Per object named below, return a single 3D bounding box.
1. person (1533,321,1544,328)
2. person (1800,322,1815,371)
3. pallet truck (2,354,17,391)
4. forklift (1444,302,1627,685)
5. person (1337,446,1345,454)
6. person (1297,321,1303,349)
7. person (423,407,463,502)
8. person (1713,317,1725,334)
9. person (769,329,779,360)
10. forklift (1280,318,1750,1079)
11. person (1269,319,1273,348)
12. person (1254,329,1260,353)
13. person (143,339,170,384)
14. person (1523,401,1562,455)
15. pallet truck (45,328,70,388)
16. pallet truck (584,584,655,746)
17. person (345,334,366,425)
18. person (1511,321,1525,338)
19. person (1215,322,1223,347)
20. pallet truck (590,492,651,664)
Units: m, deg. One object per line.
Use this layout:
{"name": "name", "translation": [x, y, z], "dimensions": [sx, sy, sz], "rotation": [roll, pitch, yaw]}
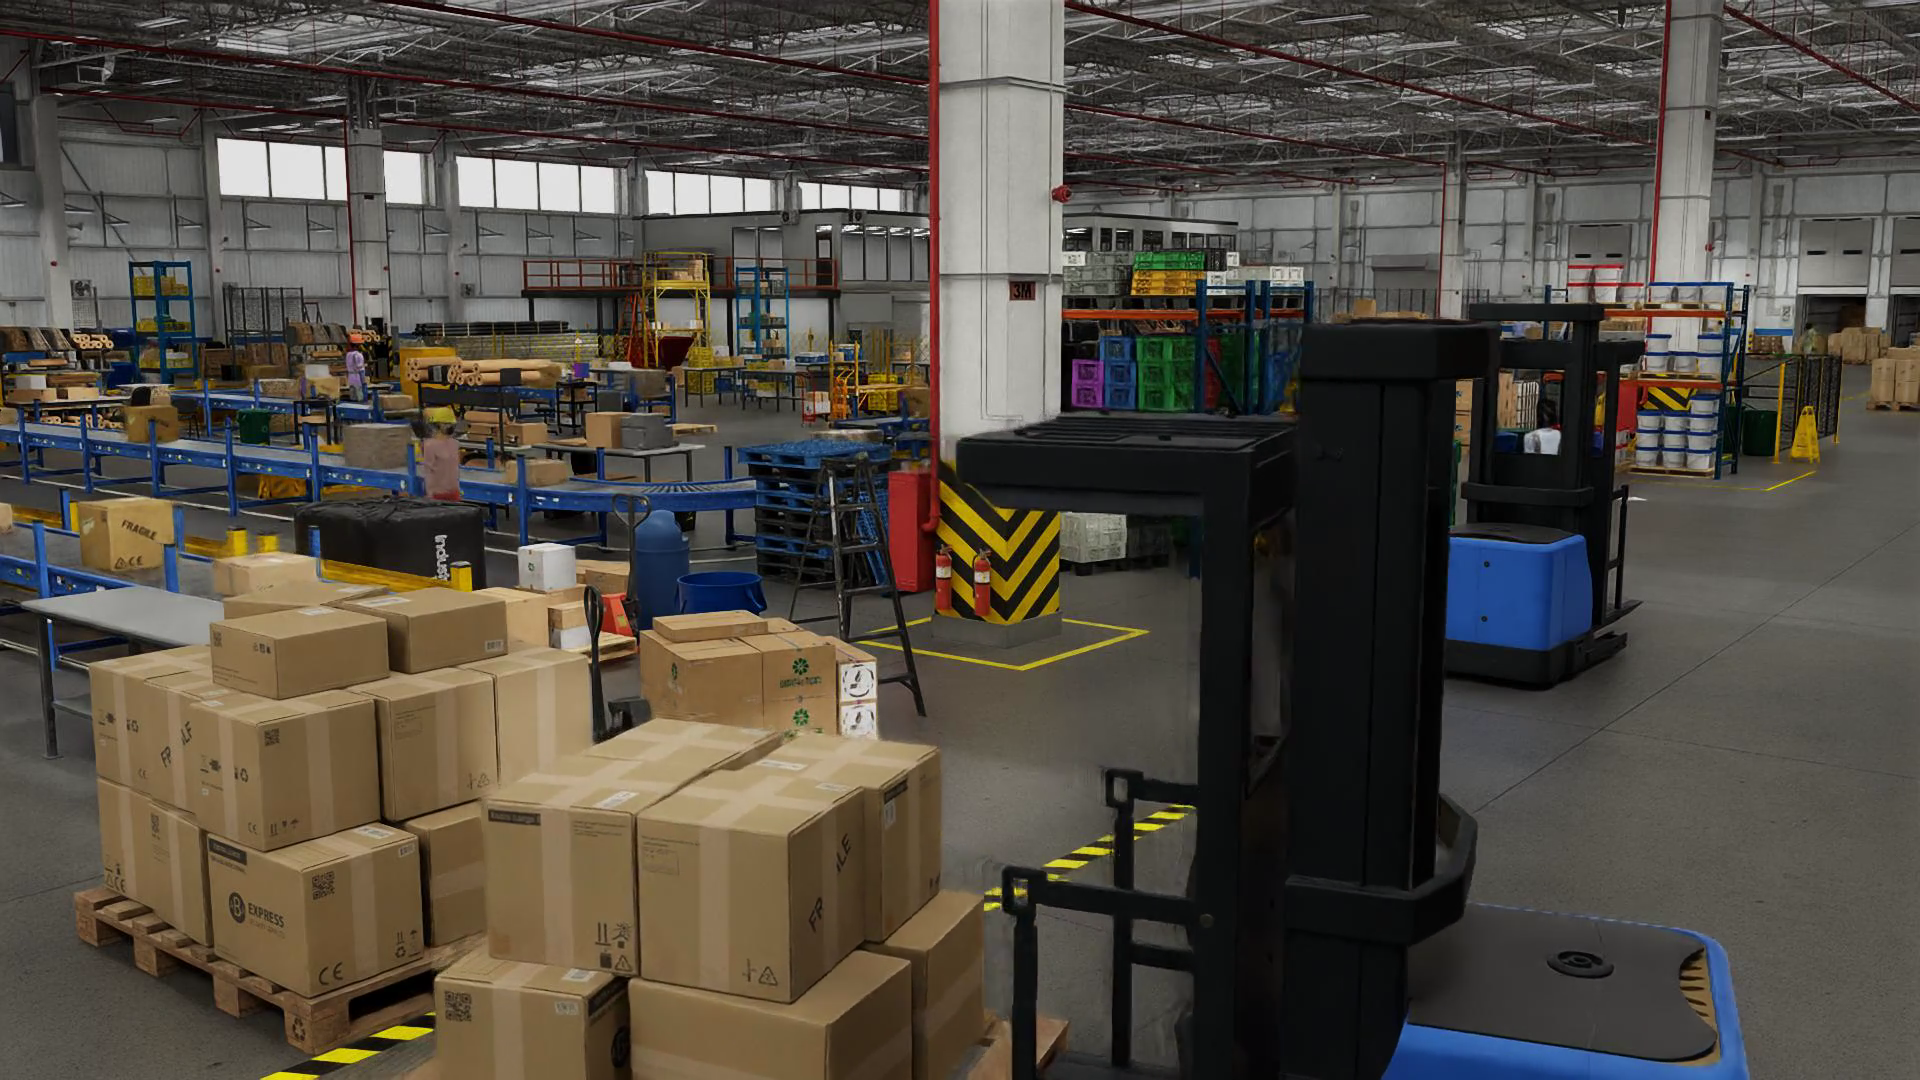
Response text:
{"name": "person", "translation": [26.919, -9.421, 77.037], "dimensions": [0.630, 1.797, 0.944], "rotation": [-3, 9, -20]}
{"name": "person", "translation": [31.517, -7.187, 61.891], "dimensions": [0.643, 1.824, 0.500], "rotation": [-8, 12, -44]}
{"name": "pallet truck", "translation": [-24.881, -4.417, 42.634], "dimensions": [1.885, 1.965, 0.823], "rotation": [8, 11, 41]}
{"name": "forklift", "translation": [4.379, -0.438, 12.852], "dimensions": [1.129, 2.768, 1.873], "rotation": [7, 11, 37]}
{"name": "person", "translation": [3.631, -0.347, 15.554], "dimensions": [0.966, 1.900, 0.558], "rotation": [0, 8, 2]}
{"name": "person", "translation": [17.526, -10.542, 84.114], "dimensions": [1.012, 1.937, 0.644], "rotation": [3, 9, 20]}
{"name": "person", "translation": [-5.401, -0.517, 17.210], "dimensions": [0.794, 1.743, 0.537], "rotation": [4, 9, 25]}
{"name": "person", "translation": [33.715, -9.013, 74.074], "dimensions": [0.660, 1.867, 0.988], "rotation": [-6, 10, -34]}
{"name": "person", "translation": [-6.945, -7.214, 62.004], "dimensions": [0.331, 1.843, 0.519], "rotation": [5, 10, 29]}
{"name": "forklift", "translation": [1.139, 0.794, 4.546], "dimensions": [1.873, 2.768, 1.129], "rotation": [3, 9, 21]}
{"name": "person", "translation": [15.012, -10.078, 81.021], "dimensions": [0.615, 1.929, 0.683], "rotation": [-1, 8, -6]}
{"name": "person", "translation": [11.936, -7.962, 67.443], "dimensions": [0.504, 1.717, 0.664], "rotation": [3, 9, 19]}
{"name": "person", "translation": [-18.267, -3.637, 37.824], "dimensions": [0.646, 1.865, 0.917], "rotation": [6, 10, 36]}
{"name": "person", "translation": [6.504, -0.695, 18.560], "dimensions": [0.538, 1.696, 0.318], "rotation": [-2, 9, -13]}
{"name": "pallet truck", "translation": [-23.775, -4.544, 43.495], "dimensions": [1.885, 1.965, 0.823], "rotation": [6, 10, 35]}
{"name": "pallet truck", "translation": [-1.426, 0.805, 10.019], "dimensions": [1.601, 1.201, 0.680], "rotation": [-4, 9, -26]}
{"name": "person", "translation": [-12.560, -3.266, 34.708], "dimensions": [0.612, 2.048, 0.363], "rotation": [8, 11, 42]}
{"name": "person", "translation": [25.751, -9.429, 76.759], "dimensions": [0.567, 1.887, 0.963], "rotation": [1, 8, 5]}
{"name": "person", "translation": [8.280, -6.004, 53.444], "dimensions": [0.363, 1.962, 0.612], "rotation": [-3, 9, -20]}
{"name": "pallet truck", "translation": [-3.115, 0.344, 12.883], "dimensions": [0.653, 1.274, 1.630], "rotation": [7, 11, 37]}
